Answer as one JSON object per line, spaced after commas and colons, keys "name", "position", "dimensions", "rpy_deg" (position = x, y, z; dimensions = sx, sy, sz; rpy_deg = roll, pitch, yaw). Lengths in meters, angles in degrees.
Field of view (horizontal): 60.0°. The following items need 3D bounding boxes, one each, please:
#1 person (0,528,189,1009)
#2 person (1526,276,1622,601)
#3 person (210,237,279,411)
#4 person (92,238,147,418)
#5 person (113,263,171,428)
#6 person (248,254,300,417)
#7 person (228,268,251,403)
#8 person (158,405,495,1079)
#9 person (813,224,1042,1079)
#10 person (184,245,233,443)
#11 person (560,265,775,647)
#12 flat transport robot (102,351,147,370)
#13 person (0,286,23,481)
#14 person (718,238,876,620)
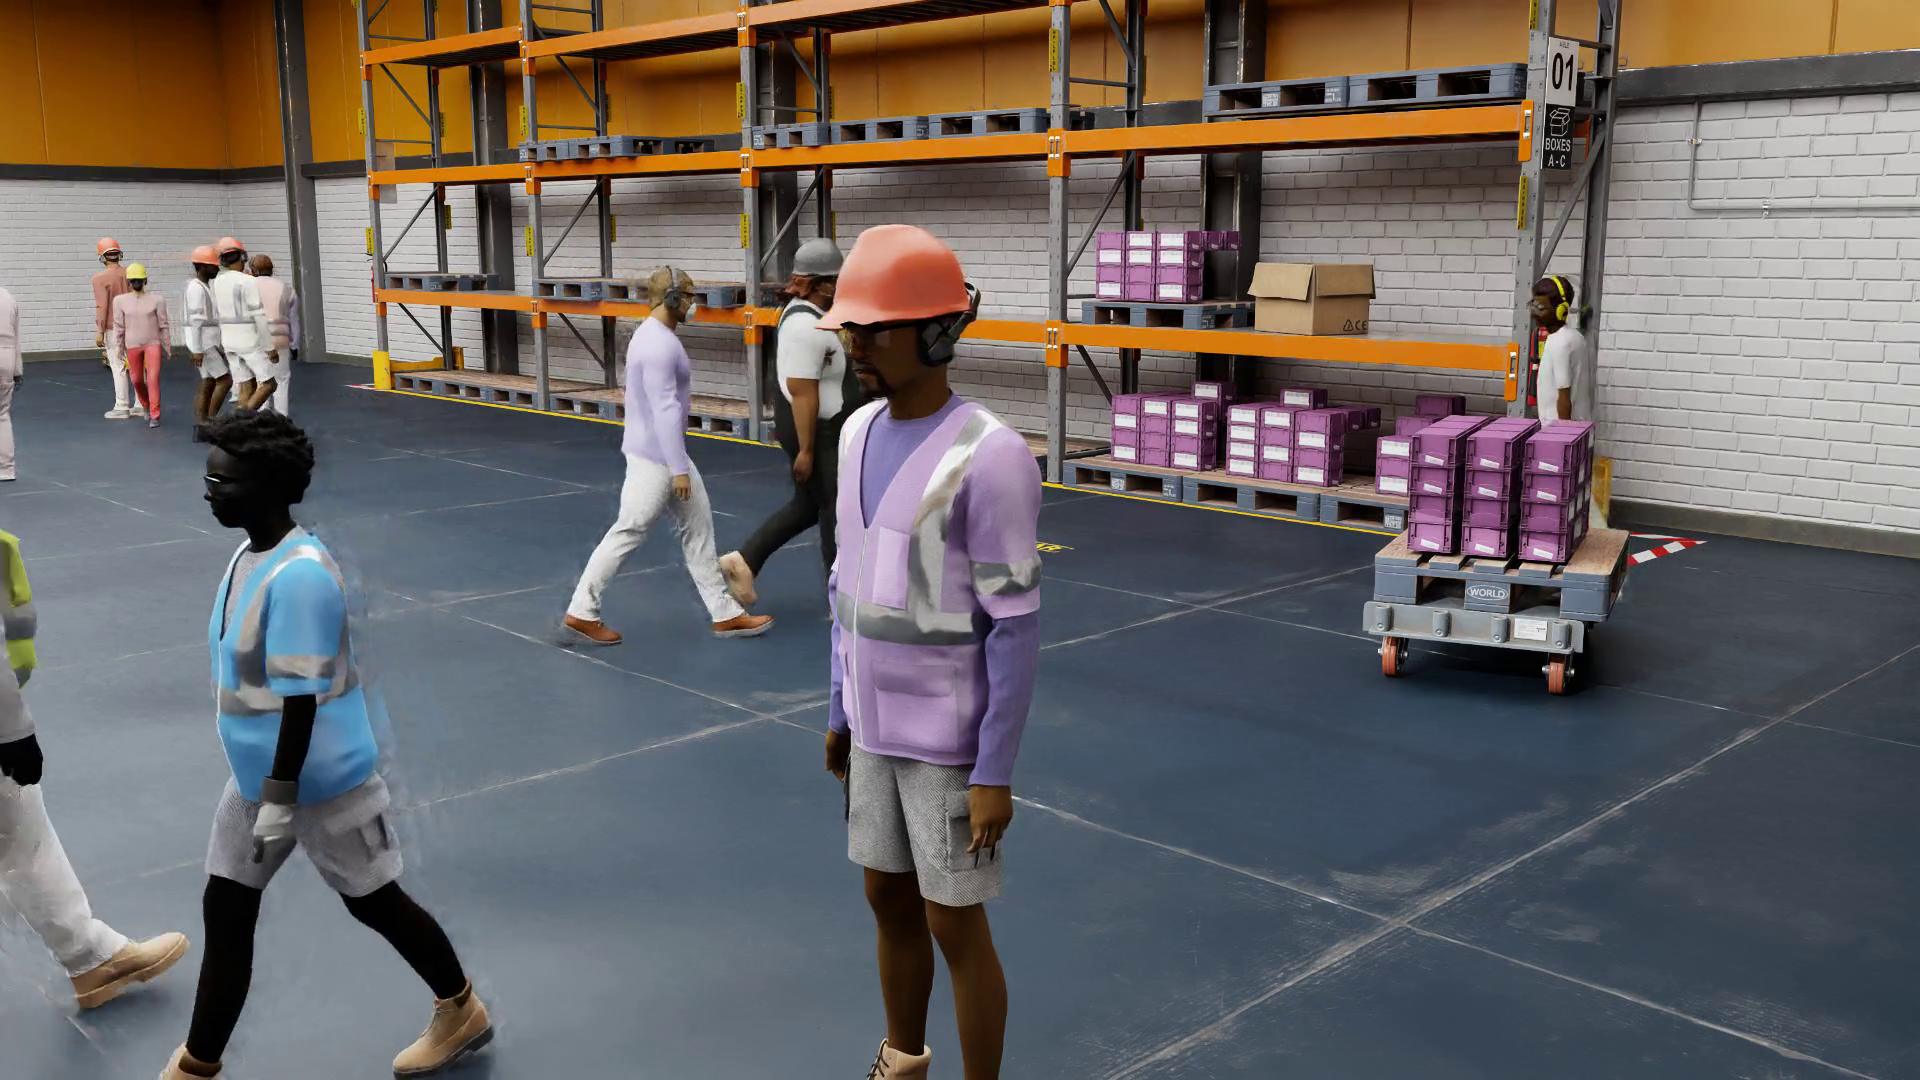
{"name": "person", "position": [-2.368, 0.389, 4.066], "dimensions": [0.903, 1.800, 0.657], "rpy_deg": [-7, 13, -34]}
{"name": "person", "position": [3.280, -0.562, 9.277], "dimensions": [0.981, 1.796, 0.564], "rpy_deg": [7, 12, 33]}
{"name": "person", "position": [-6.722, -1.830, 15.607], "dimensions": [0.638, 2.012, 0.500], "rpy_deg": [6, 12, 30]}
{"name": "person", "position": [-9.344, -2.344, 18.465], "dimensions": [0.392, 1.990, 0.612], "rpy_deg": [4, 11, 20]}
{"name": "person", "position": [-8.713, -2.084, 17.751], "dimensions": [0.531, 1.745, 0.755], "rpy_deg": [-3, 11, -17]}
{"name": "person", "position": [-7.012, -1.970, 16.845], "dimensions": [0.641, 1.831, 0.452], "rpy_deg": [-5, 12, -26]}
{"name": "person", "position": [-8.608, -2.457, 20.059], "dimensions": [0.376, 1.636, 0.536], "rpy_deg": [8, 13, 39]}
{"name": "person", "position": [-1.502, 0.516, 3.791], "dimensions": [0.875, 1.652, 0.540], "rpy_deg": [-9, 14, -40]}
{"name": "person", "position": [-0.108, 0.384, 3.449], "dimensions": [0.381, 2.040, 0.615], "rpy_deg": [-8, 13, -36]}
{"name": "person", "position": [-7.279, -1.893, 16.191], "dimensions": [0.512, 1.918, 0.568], "rpy_deg": [-3, 11, -16]}
{"name": "person", "position": [-1.507, -0.409, 8.206], "dimensions": [1.042, 1.889, 0.657], "rpy_deg": [-1, 10, -6]}
{"name": "flat transport robot", "position": [-12.676, -2.757, 25.405], "dimensions": [0.652, 0.197, 1.431], "rpy_deg": [-6, 12, -31]}
{"name": "person", "position": [-7.930, -1.384, 13.519], "dimensions": [0.451, 1.887, 0.694], "rpy_deg": [2, 11, 10]}
{"name": "person", "position": [-0.834, -0.578, 8.697], "dimensions": [0.809, 2.000, 0.675], "rpy_deg": [-2, 11, -11]}
